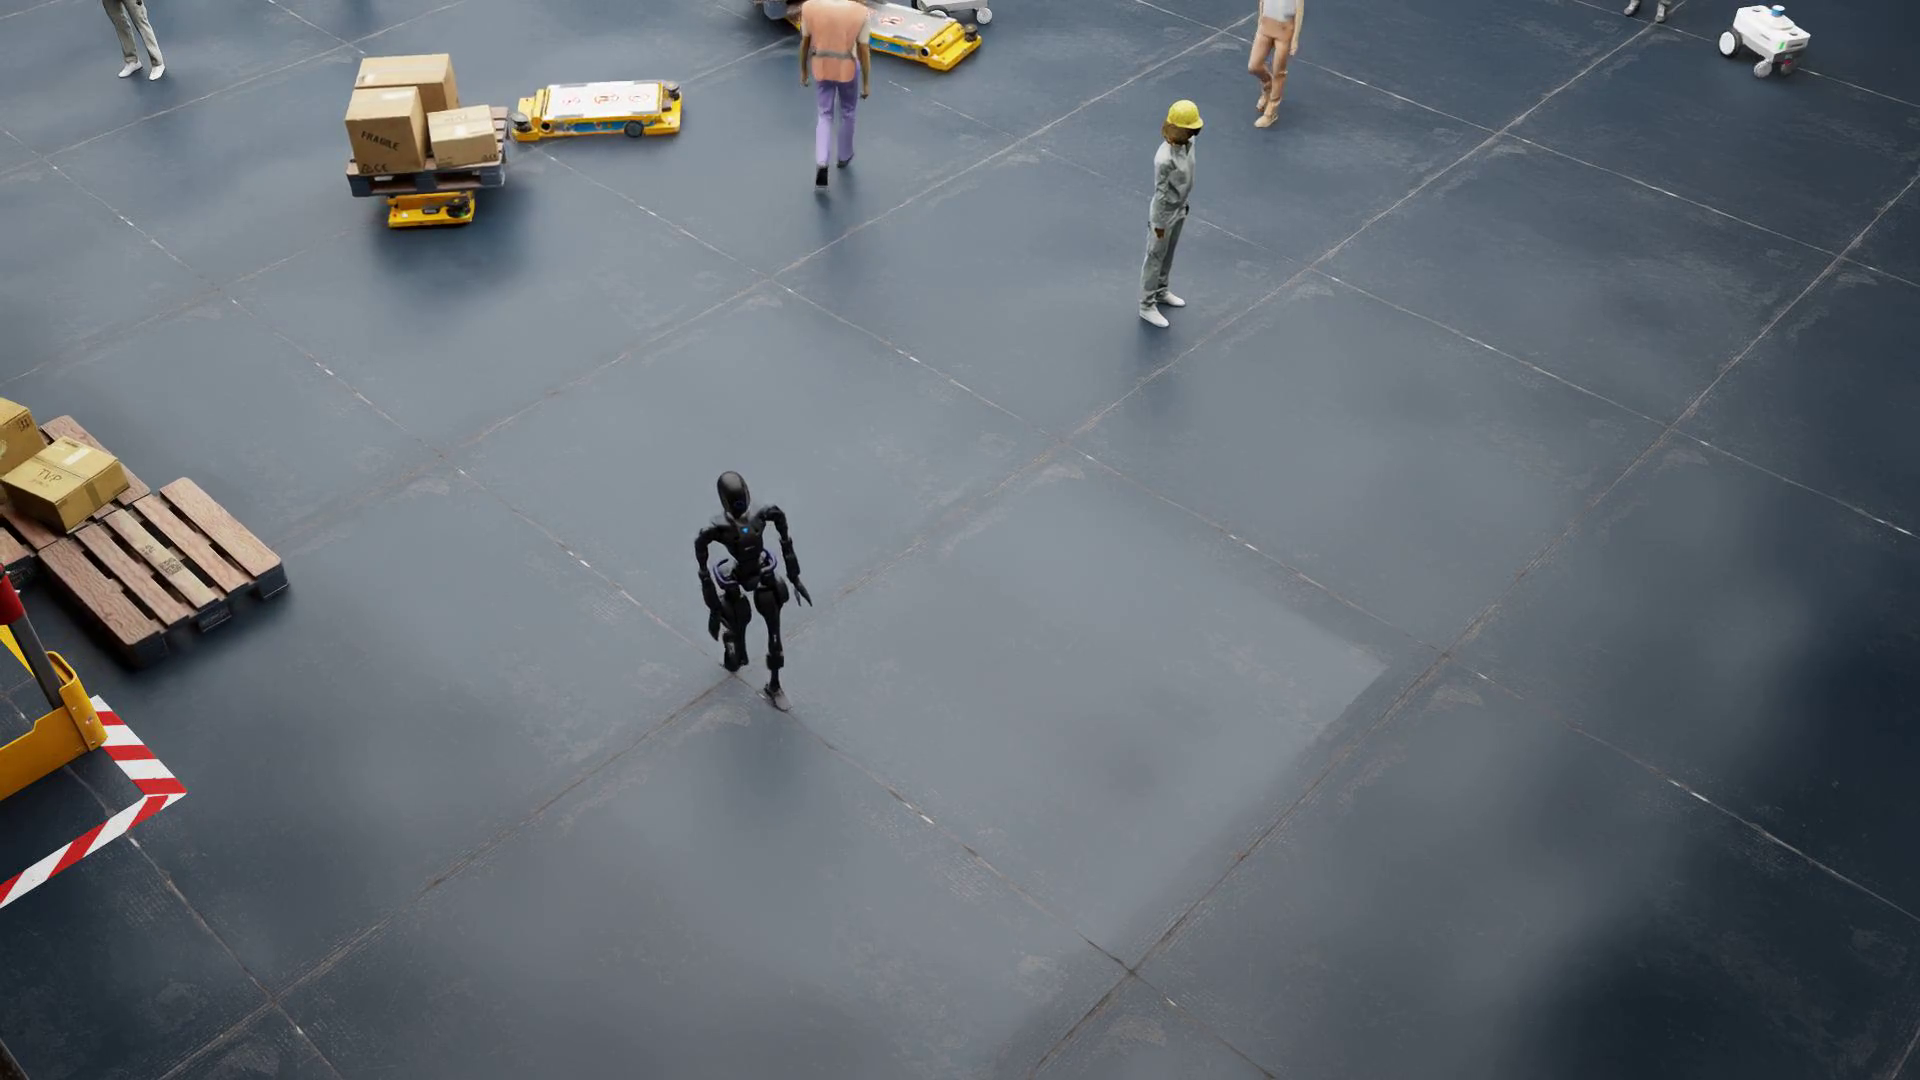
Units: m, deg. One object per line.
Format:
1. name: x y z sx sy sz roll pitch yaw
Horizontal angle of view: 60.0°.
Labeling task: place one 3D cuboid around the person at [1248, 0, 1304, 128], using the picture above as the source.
1. person: 2.739 -4.386 14.303 0.471 1.737 0.410 30 50 29

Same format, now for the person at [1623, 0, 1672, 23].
1. person: 6.813 -5.910 15.925 0.566 1.835 0.377 19 45 20

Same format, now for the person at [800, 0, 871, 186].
1. person: -1.022 -3.777 13.569 0.616 1.810 0.758 4 42 5

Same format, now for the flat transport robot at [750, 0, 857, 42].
1. flat transport robot: -1.516 -5.350 16.473 0.659 0.231 1.431 -21 46 -22

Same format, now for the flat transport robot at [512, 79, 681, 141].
1. flat transport robot: -3.211 -3.809 14.759 1.431 0.231 0.659 -4 42 -5

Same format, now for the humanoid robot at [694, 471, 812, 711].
1. humanoid robot: -1.160 0.240 9.211 0.599 1.647 0.493 -20 46 -21

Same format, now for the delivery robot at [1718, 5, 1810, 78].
1. delivery robot: 7.533 -4.701 15.537 0.510 0.594 0.765 -13 43 -14

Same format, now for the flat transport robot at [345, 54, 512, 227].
1. flat transport robot: -4.379 -3.075 13.943 0.659 0.231 1.431 -5 42 -6

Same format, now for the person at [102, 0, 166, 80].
1. person: -7.609 -4.959 15.013 0.521 1.636 0.308 8 43 9

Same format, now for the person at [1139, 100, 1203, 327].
1. person: 1.549 -2.391 12.080 0.310 1.743 0.486 22 46 23

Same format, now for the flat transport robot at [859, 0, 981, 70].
1. flat transport robot: -0.577 -4.856 15.923 1.431 0.231 0.659 21 46 21

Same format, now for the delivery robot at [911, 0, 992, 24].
1. delivery robot: -0.082 -5.312 16.199 0.747 0.572 0.499 -10 43 -11
